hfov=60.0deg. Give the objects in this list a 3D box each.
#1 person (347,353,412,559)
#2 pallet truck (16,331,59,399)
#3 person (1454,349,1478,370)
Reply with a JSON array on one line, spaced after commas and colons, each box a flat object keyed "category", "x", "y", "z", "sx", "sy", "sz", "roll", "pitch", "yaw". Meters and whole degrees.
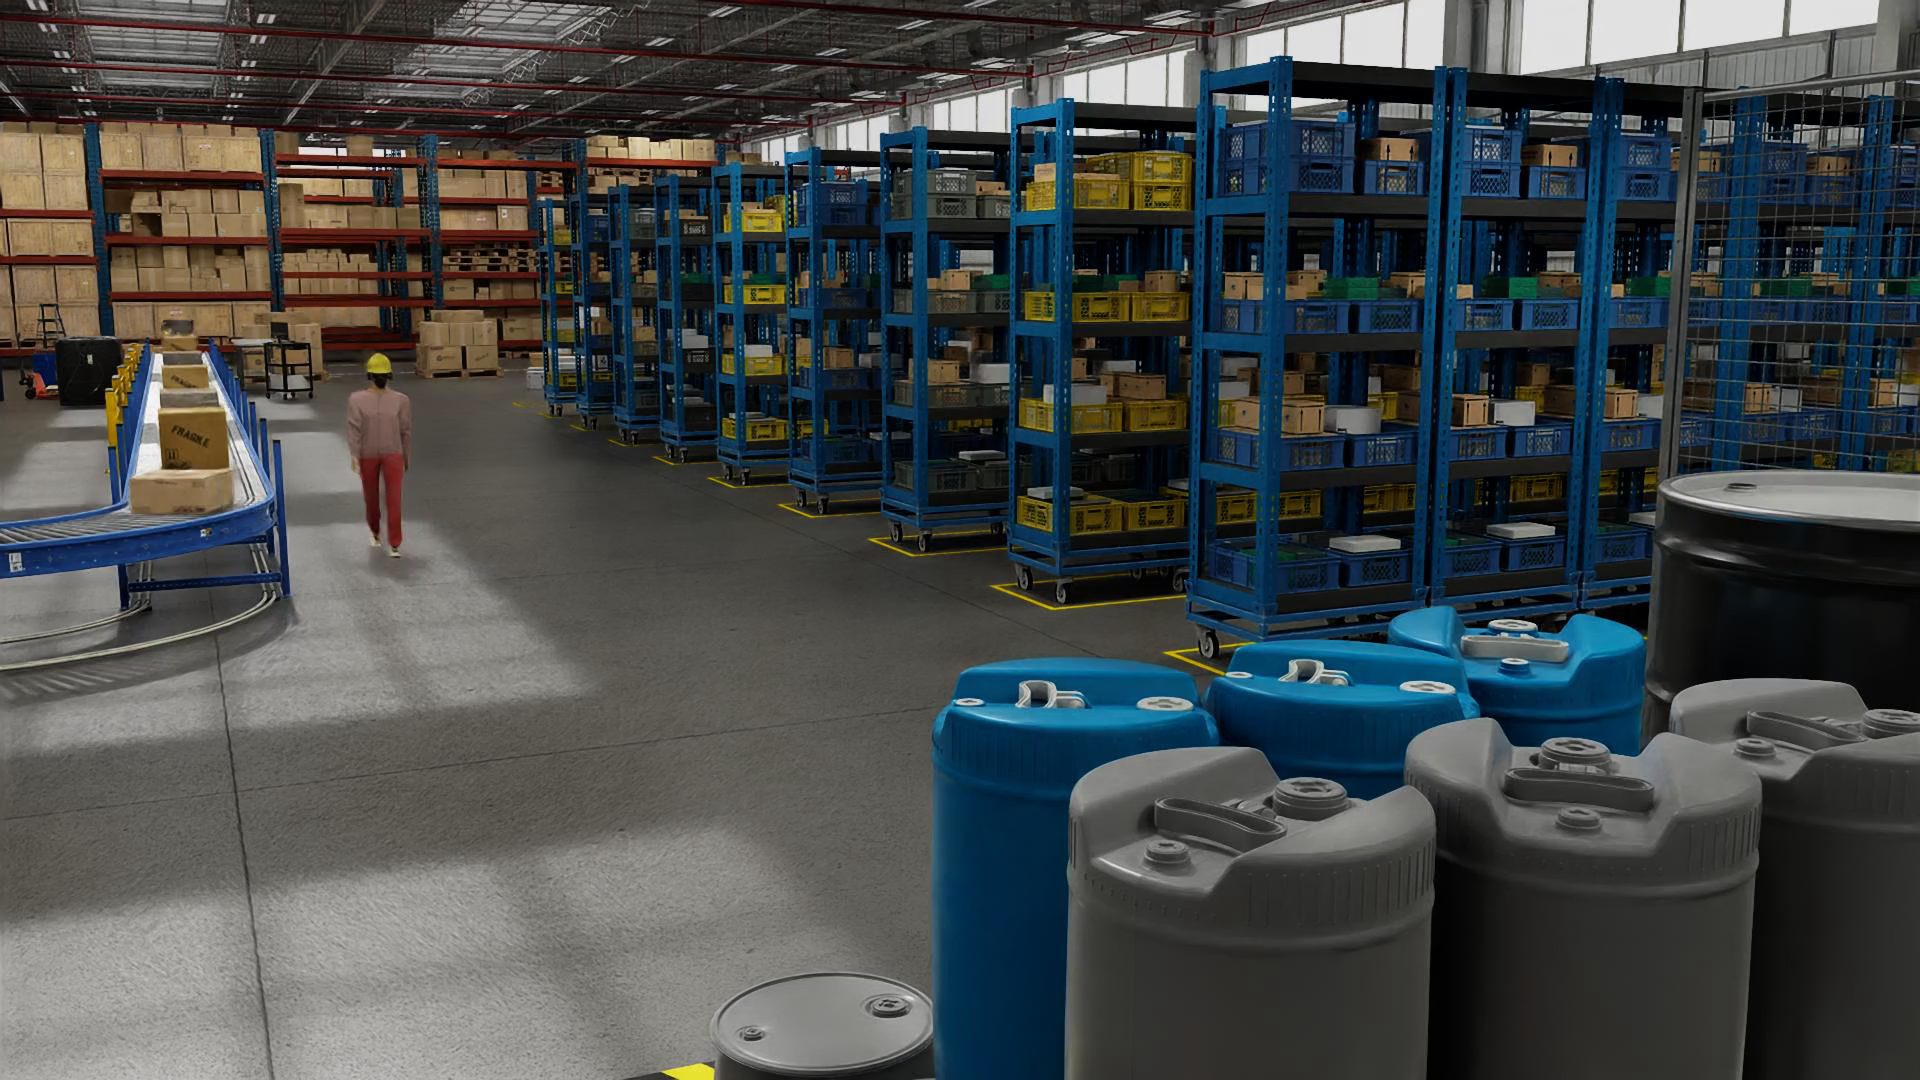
[{"category": "person", "x": -4.964, "y": -0.743, "z": 14.251, "sx": 0.518, "sy": 1.733, "sz": 0.864, "roll": -4, "pitch": 10, "yaw": -21}, {"category": "pallet truck", "x": -17.082, "y": -3.353, "z": 31.781, "sx": 1.630, "sy": 1.274, "sz": 0.653, "roll": -4, "pitch": 10, "yaw": -25}, {"category": "person", "x": 5.619, "y": -1.593, "z": 18.880, "sx": 0.631, "sy": 1.933, "sz": 1.037, "roll": 0, "pitch": 9, "yaw": -3}]
